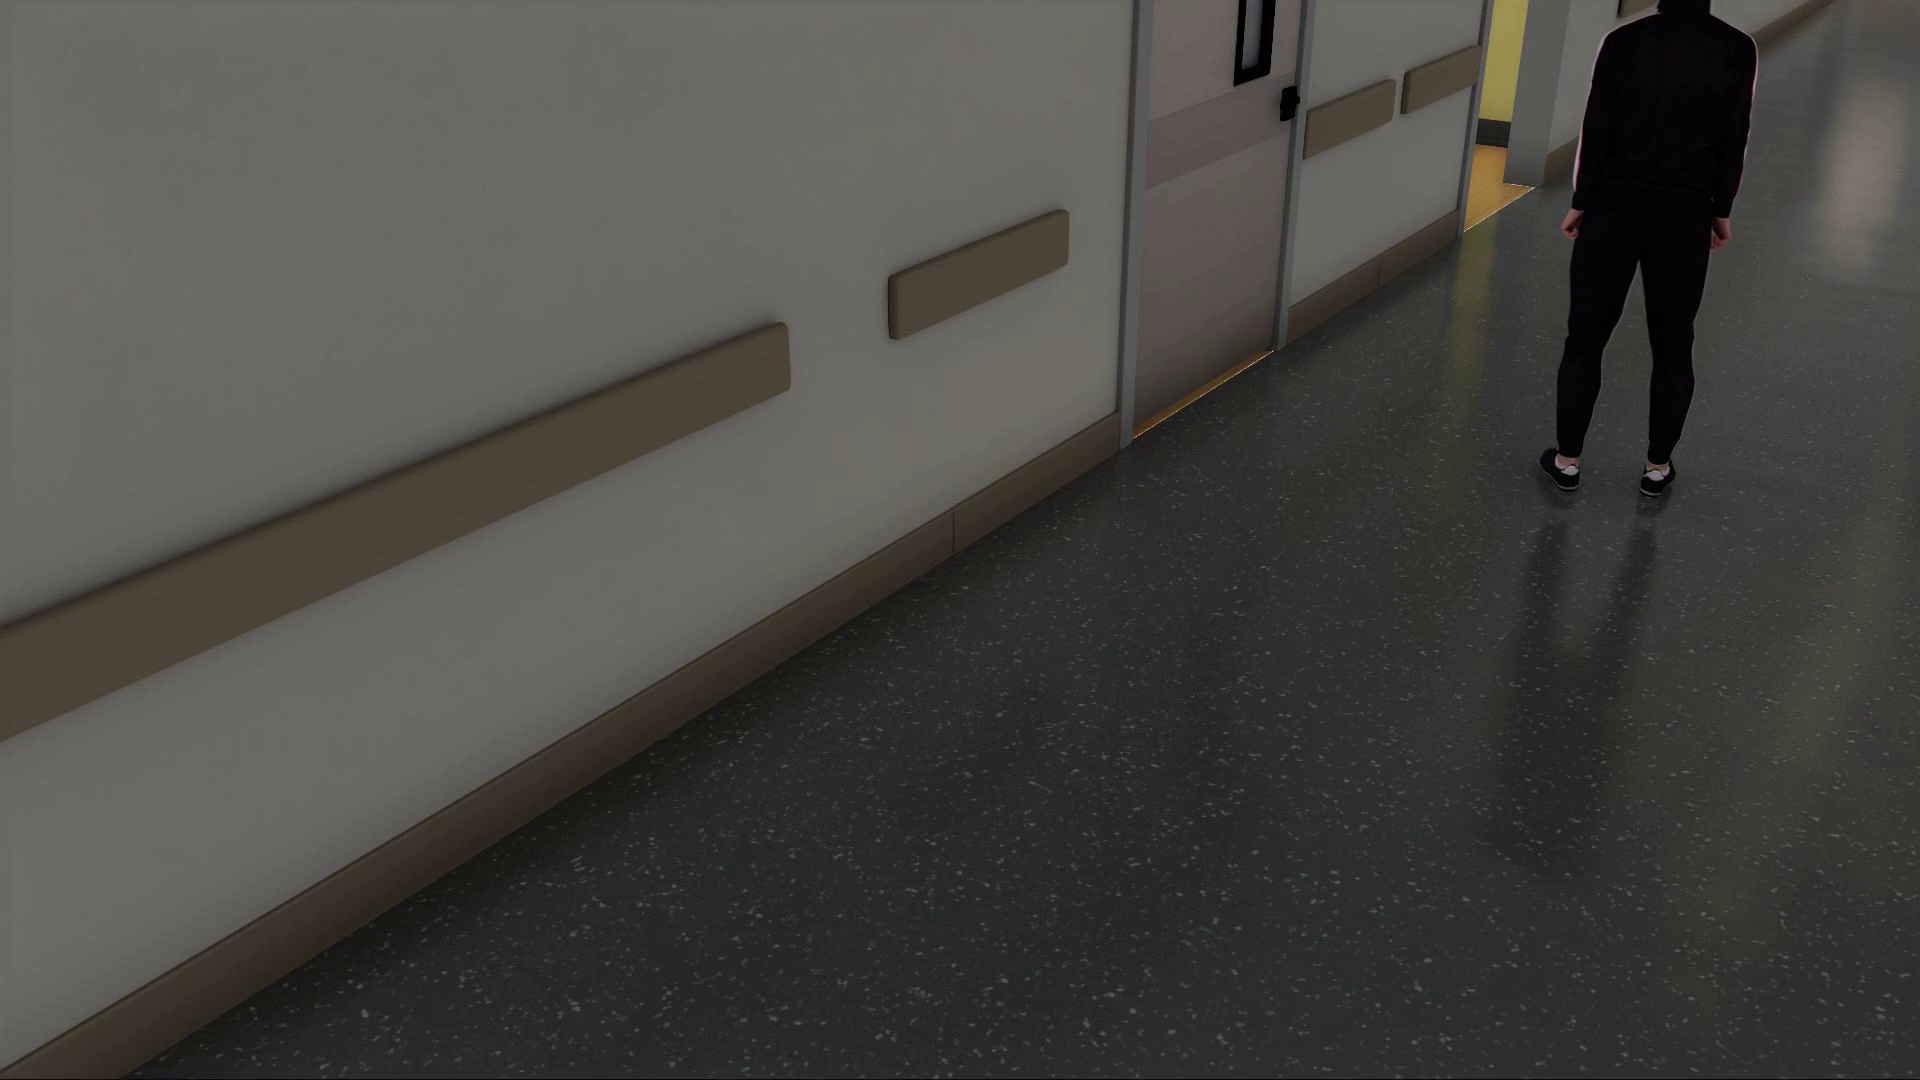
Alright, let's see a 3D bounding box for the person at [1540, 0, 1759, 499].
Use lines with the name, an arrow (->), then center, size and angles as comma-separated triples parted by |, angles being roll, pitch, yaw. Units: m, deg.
person -> 2.256, -1.034, 5.465 | 0.656, 1.835, 0.819 | 6, 26, 12
